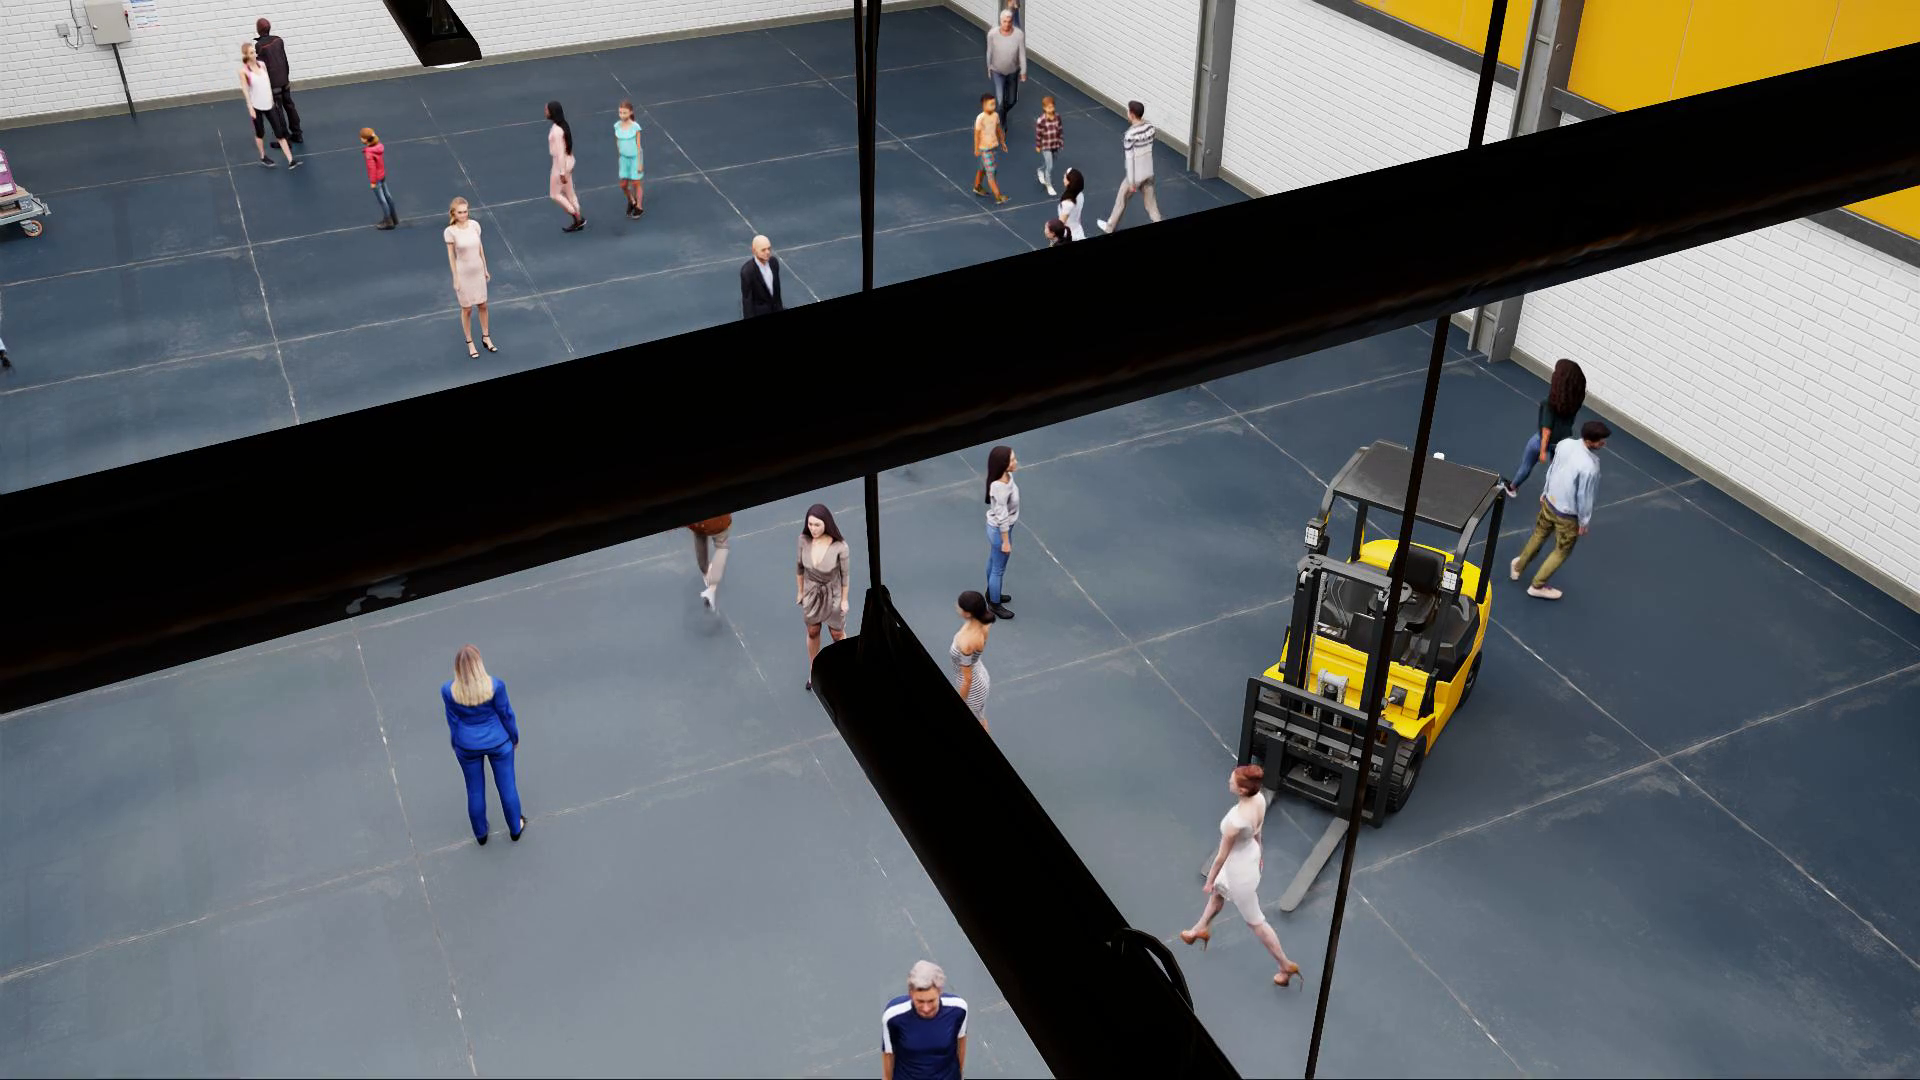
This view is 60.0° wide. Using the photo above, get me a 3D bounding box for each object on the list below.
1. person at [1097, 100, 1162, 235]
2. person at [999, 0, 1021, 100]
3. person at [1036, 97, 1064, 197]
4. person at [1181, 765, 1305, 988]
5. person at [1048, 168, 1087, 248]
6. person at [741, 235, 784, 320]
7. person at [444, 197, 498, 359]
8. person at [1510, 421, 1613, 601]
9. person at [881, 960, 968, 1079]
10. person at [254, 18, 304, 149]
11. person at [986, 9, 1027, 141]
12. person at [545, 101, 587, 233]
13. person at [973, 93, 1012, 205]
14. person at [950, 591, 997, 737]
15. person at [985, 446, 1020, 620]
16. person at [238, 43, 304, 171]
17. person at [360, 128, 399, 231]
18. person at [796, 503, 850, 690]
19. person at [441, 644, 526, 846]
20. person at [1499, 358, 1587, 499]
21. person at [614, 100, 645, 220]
[{"bbox_3d":[2.276,-4.455,20.516,0.889,1.802,1.280,-23,40,-30],"label":"person"},{"bbox_3d":[0.782,-7.590,25.327,0.767,1.697,0.660,2,34,3],"label":"person"},{"bbox_3d":[1.176,-5.310,22.268,0.558,1.287,0.874,-17,37,-24],"label":"person"},{"bbox_3d":[1.881,2.176,10.585,1.170,1.751,0.973,19,38,26],"label":"person"},{"bbox_3d":[1.326,-3.265,18.763,1.215,1.761,1.152,12,35,17],"label":"person"},{"bbox_3d":[-2.041,-2.342,17.341,0.724,1.798,0.769,26,42,33],"label":"person"},{"bbox_3d":[-5.346,-2.877,18.117,0.622,1.829,0.584,-25,41,-33],"label":"person"},{"bbox_3d":[5.128,-0.271,14.245,0.982,1.776,0.588,-17,37,-24],"label":"person"},{"bbox_3d":[-0.205,2.968,9.327,0.723,1.825,0.722,-3,34,-5],"label":"person"},{"bbox_3d":[-9.684,-6.487,23.552,0.831,1.826,0.795,15,36,21],"label":"person"},{"bbox_3d":[0.632,-6.734,23.896,1.032,1.856,1.237,1,34,1],"label":"person"},{"bbox_3d":[-4.911,-4.682,20.940,0.795,1.711,0.691,-2,34,-3],"label":"person"},{"bbox_3d":[0.314,-5.184,21.950,1.044,1.428,0.793,26,41,33],"label":"person"},{"bbox_3d":[0.105,1.113,12.118,0.746,1.824,0.658,6,34,9],"label":"person"},{"bbox_3d":[0.332,-0.085,14.094,0.730,1.633,0.581,-2,34,-2],"label":"person"},{"bbox_3d":[-9.628,-5.924,22.776,1.210,1.746,0.993,22,39,29],"label":"person"},{"bbox_3d":[-7.408,-4.620,21.204,0.651,1.315,0.555,3,34,5],"label":"person"},{"bbox_3d":[-1.080,0.456,13.178,0.659,1.746,0.701,9,35,13],"label":"person"},{"bbox_3d":[-3.356,1.446,11.730,0.671,1.700,0.628,-6,34,-8],"label":"person"},{"bbox_3d":[5.525,-0.870,15.331,0.610,1.570,1.088,-15,37,-22],"label":"person"},{"bbox_3d":[-4.204,-4.927,21.456,0.659,1.547,0.713,9,35,13],"label":"person"}]
